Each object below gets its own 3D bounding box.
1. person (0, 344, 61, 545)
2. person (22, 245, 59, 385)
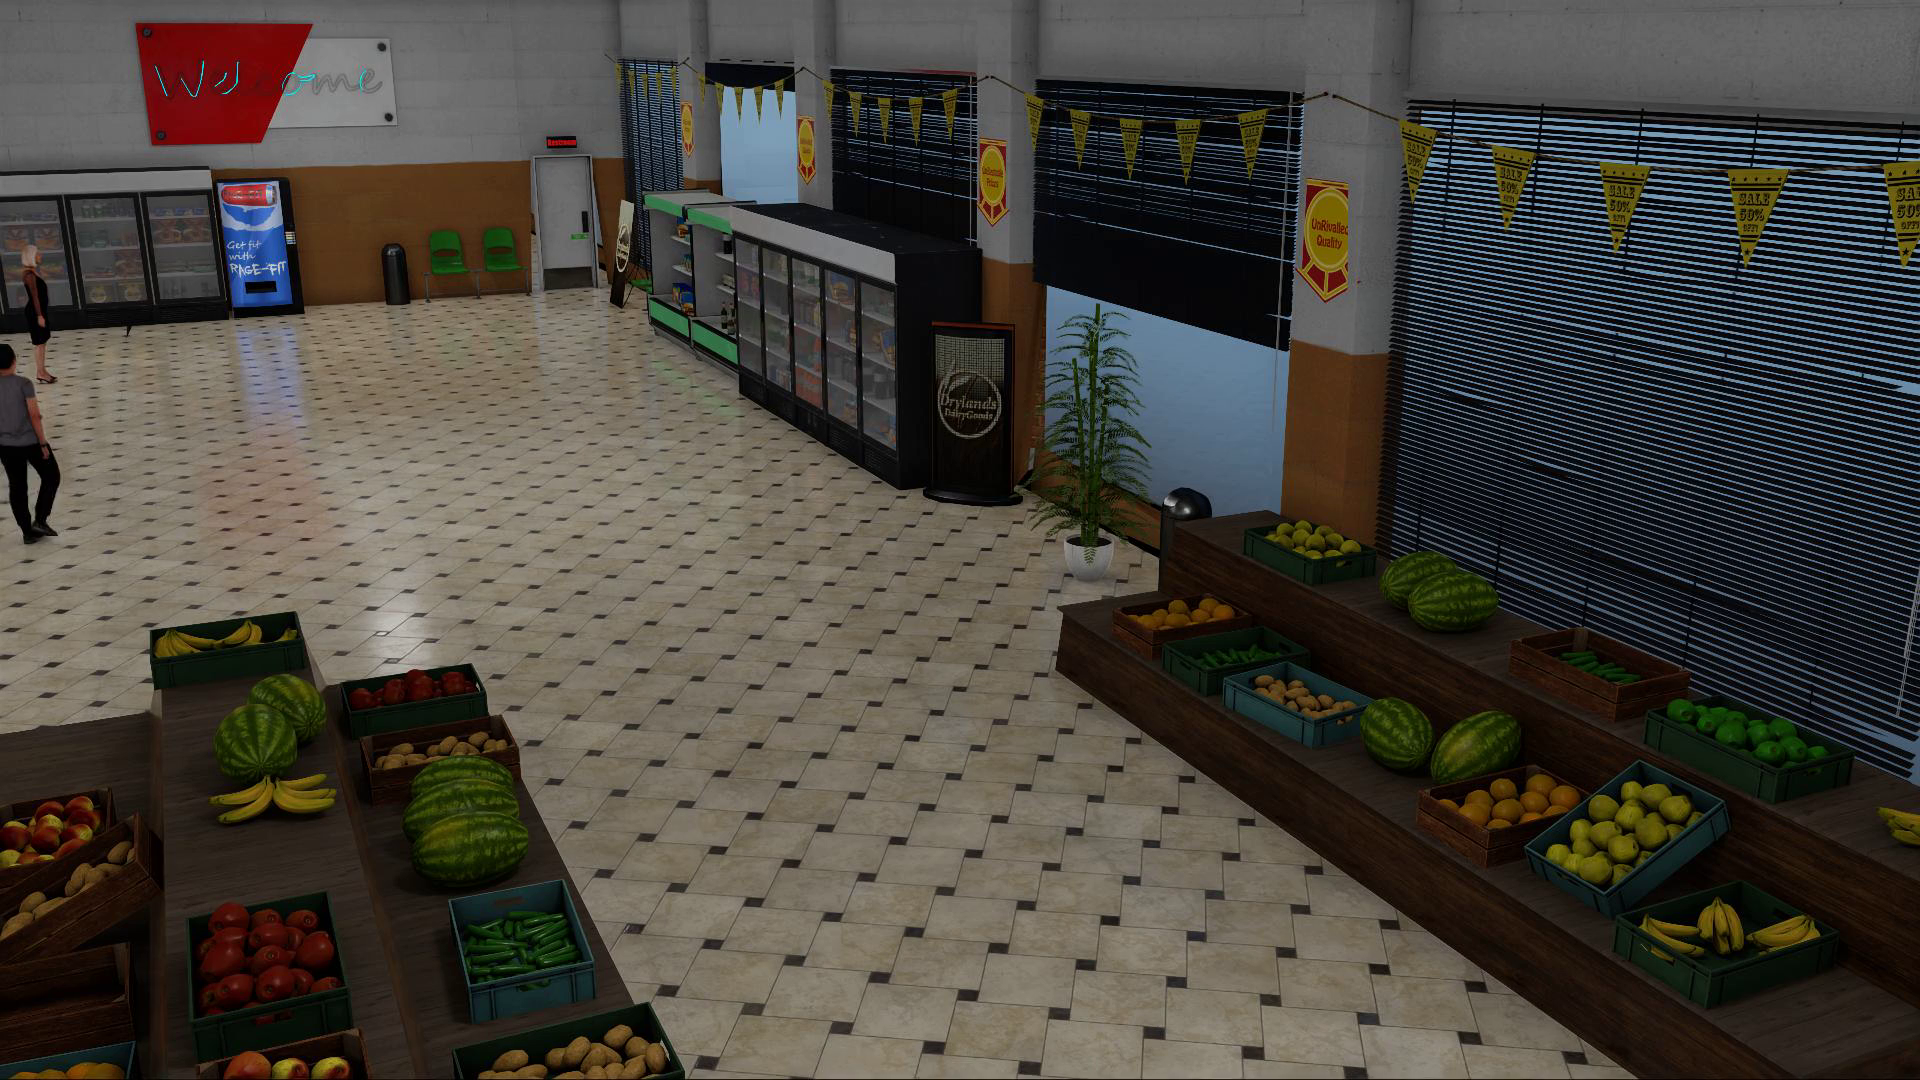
[{"bbox_3d":[-8.117,-0.804,14.304,0.750,1.750,0.773,0,17,1],"label":"person"},{"bbox_3d":[-11.701,-2.857,21.074,0.629,1.743,0.451,-7,18,-22],"label":"person"}]
